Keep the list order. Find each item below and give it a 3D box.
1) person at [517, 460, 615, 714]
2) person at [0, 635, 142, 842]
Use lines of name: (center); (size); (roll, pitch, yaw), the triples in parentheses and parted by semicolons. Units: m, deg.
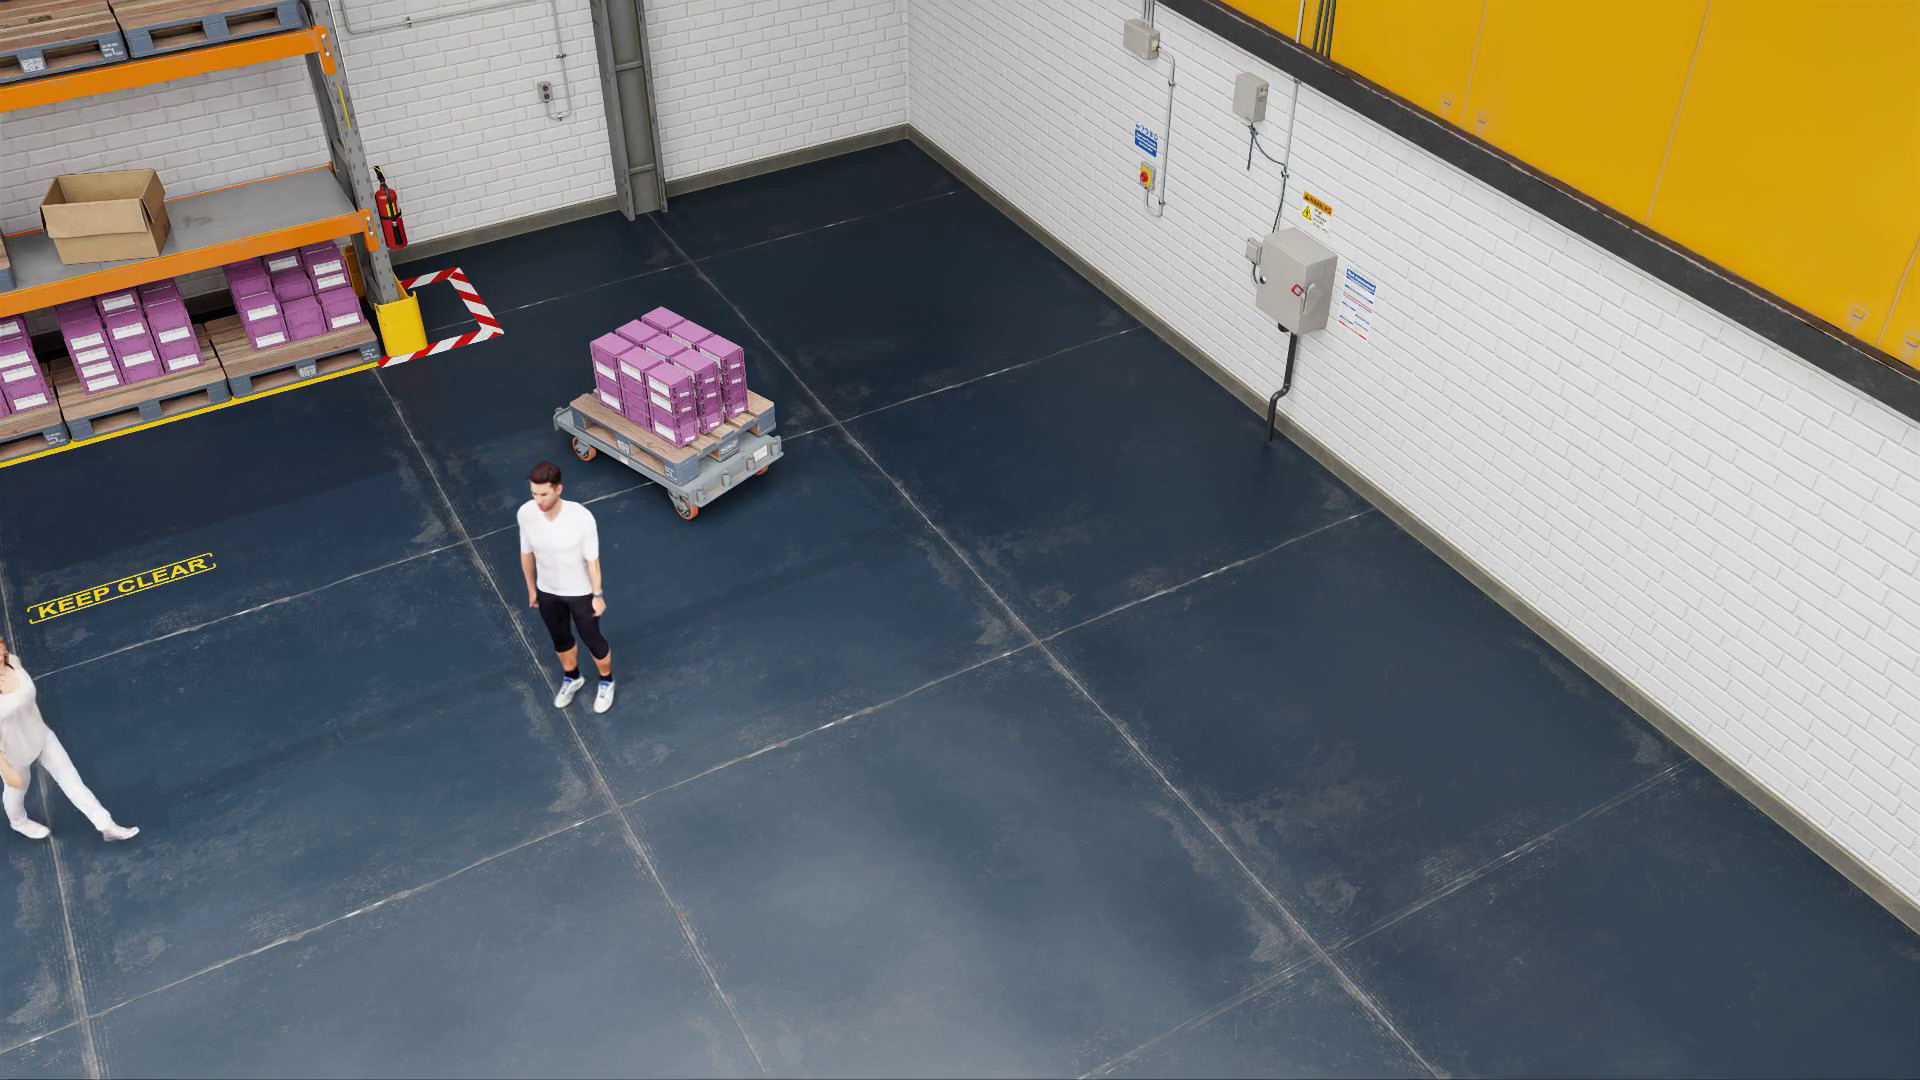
person: (-2.425, 0.274, 10.257); (0.720, 1.848, 0.793); (7, 39, 9)
person: (-5.361, 1.130, 9.365); (1.141, 1.624, 1.077); (10, 40, 12)
